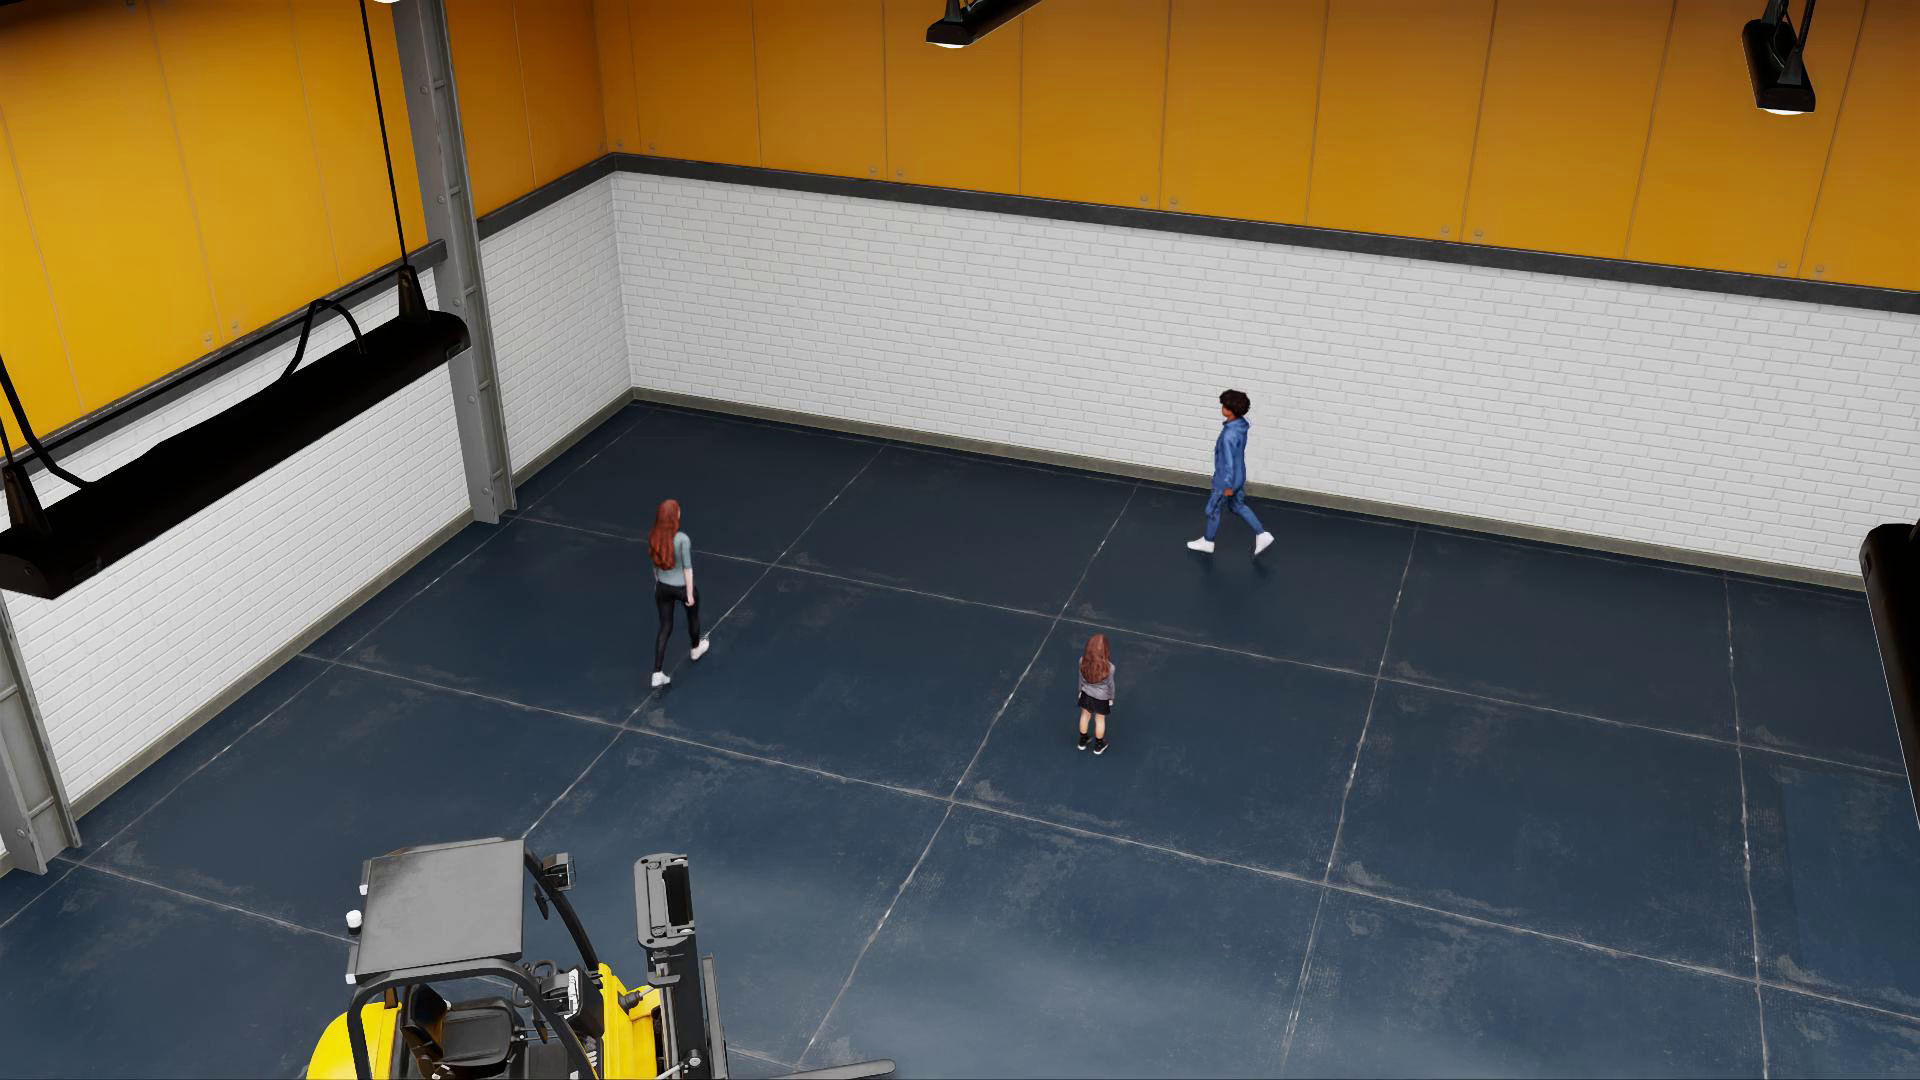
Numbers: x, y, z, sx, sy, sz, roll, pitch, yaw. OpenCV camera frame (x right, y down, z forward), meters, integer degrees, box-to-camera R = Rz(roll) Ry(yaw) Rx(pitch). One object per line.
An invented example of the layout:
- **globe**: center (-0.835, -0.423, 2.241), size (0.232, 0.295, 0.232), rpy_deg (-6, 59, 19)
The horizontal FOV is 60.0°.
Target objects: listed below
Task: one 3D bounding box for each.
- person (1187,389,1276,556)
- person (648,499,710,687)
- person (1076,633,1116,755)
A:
- **person**: center (2.758, -0.622, 16.473), size (0.768, 1.781, 1.042), rpy_deg (13, 31, 22)
- **person**: center (-2.537, 0.488, 14.515), size (0.591, 1.706, 1.129), rpy_deg (10, 30, 18)
- **person**: center (1.113, 1.254, 13.738), size (0.472, 1.107, 0.449), rpy_deg (12, 31, 21)
